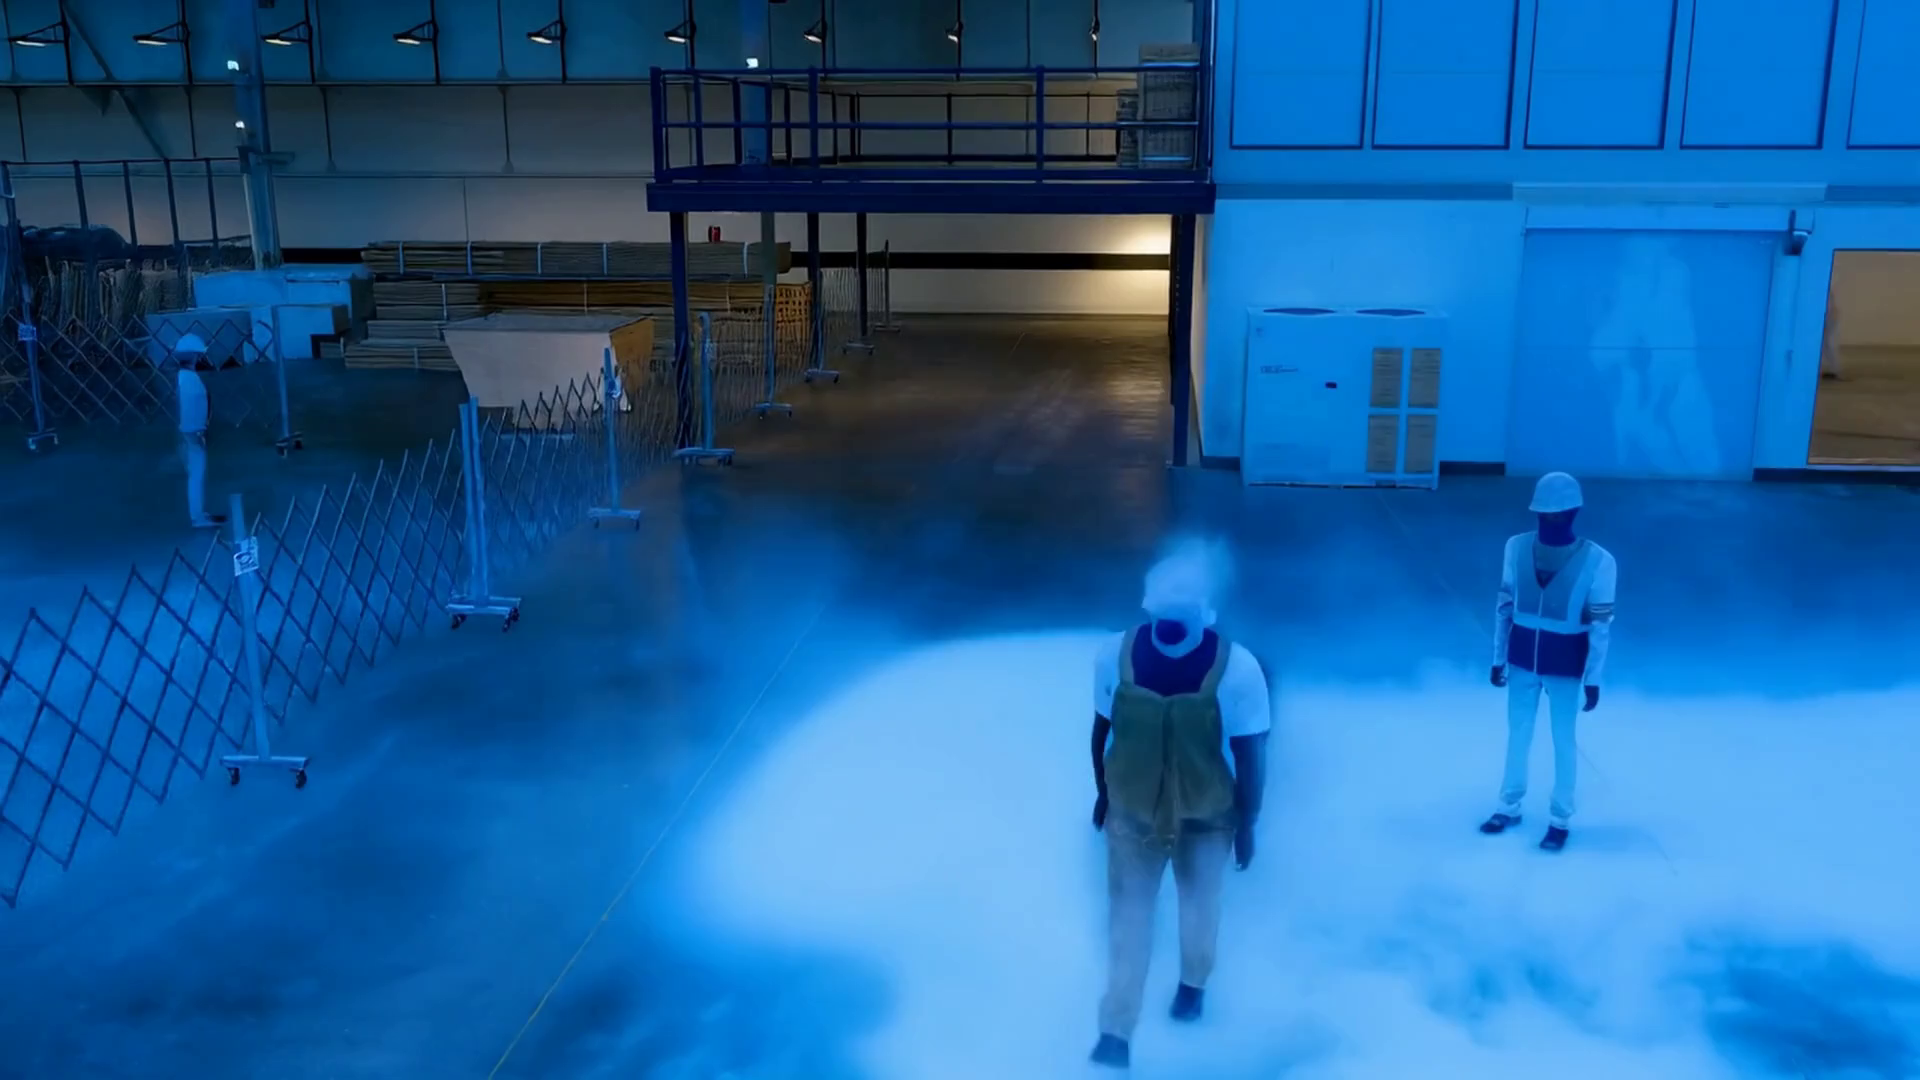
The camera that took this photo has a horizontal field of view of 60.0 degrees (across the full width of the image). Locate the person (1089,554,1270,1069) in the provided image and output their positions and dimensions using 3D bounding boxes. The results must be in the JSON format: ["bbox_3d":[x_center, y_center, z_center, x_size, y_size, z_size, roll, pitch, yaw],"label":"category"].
[{"bbox_3d":[0.800,1.018,6.379,0.702,2.000,0.984,4,14,18],"label":"person"}]

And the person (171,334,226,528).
[{"bbox_3d":[-6.966,-0.997,15.186,0.309,1.769,0.524,-7,15,-26],"label":"person"}]

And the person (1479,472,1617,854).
[{"bbox_3d":[2.929,0.604,8.308,0.592,1.926,0.366,13,19,42],"label":"person"}]
